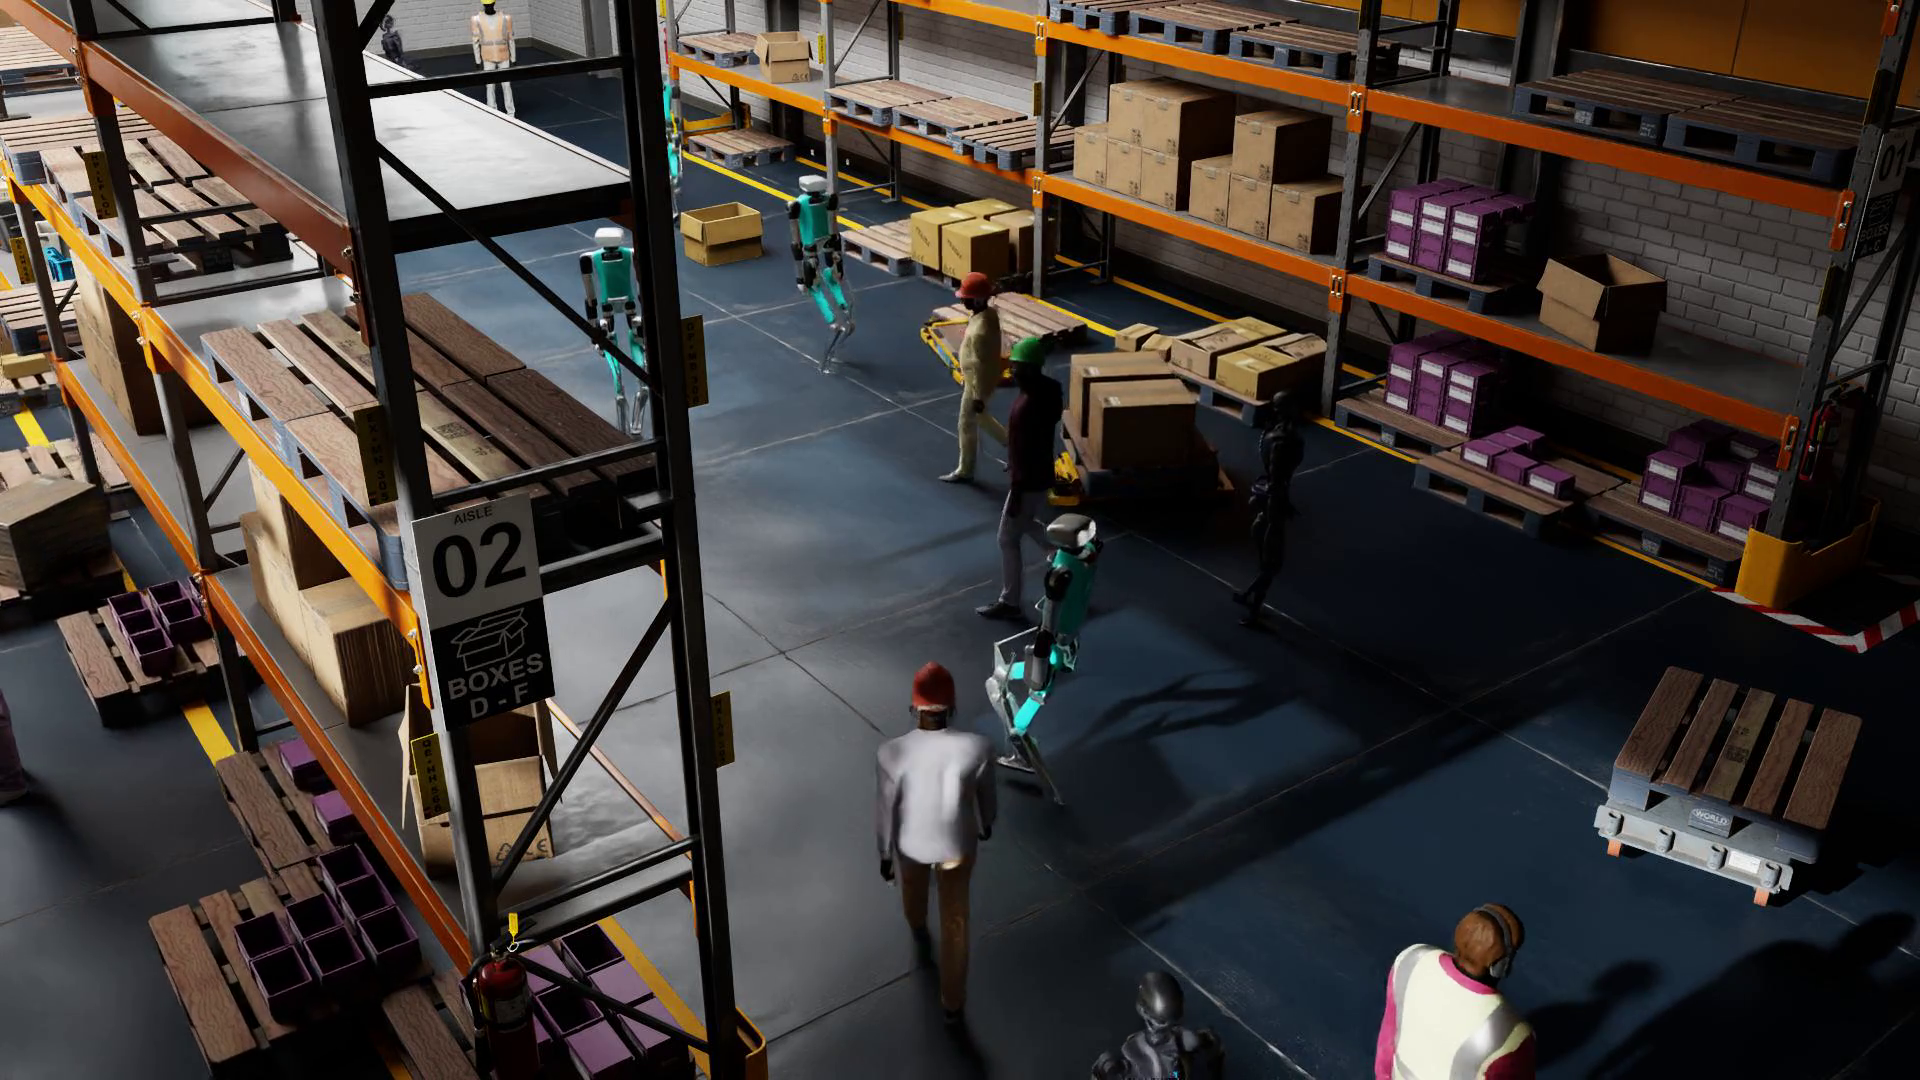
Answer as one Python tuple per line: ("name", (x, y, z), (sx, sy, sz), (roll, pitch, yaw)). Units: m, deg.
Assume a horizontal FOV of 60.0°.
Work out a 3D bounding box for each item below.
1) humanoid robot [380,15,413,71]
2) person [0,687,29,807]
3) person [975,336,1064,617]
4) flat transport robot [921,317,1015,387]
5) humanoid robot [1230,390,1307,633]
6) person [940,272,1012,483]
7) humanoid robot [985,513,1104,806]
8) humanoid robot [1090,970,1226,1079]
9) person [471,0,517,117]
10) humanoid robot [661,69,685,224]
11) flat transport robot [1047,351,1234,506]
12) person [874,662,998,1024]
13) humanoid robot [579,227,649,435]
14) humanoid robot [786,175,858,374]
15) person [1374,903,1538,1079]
("humanoid robot", (-7.923, -6.671, 23.742), (0.720, 1.624, 0.599), (-21, 34, -36))
("person", (-5.455, 0.583, 9.014), (0.410, 1.902, 0.638), (-14, 30, -26))
("person", (0.473, -0.392, 10.952), (0.545, 1.916, 0.537), (9, 28, 16))
("flat transport robot", (0.134, -1.778, 15.524), (0.659, 0.231, 1.431), (-8, 28, -15))
("humanoid robot", (1.994, -0.188, 10.831), (0.417, 1.665, 0.584), (8, 28, 16))
("person", (0.183, -1.235, 12.808), (0.588, 1.734, 0.570), (5, 27, 10))
("humanoid robot", (0.359, 0.642, 9.109), (0.856, 1.788, 0.535), (13, 29, 24))
("humanoid robot", (0.719, 2.262, 5.943), (0.596, 1.629, 0.664), (-10, 28, -19))
("person", (-6.695, -6.959, 23.987), (0.593, 1.923, 0.368), (-8, 28, -15))
("humanoid robot", (-3.393, -4.527, 19.411), (0.530, 1.770, 1.002), (-11, 29, -21))
("flat transport robot", (1.366, -0.513, 13.007), (1.431, 0.231, 0.659), (-3, 27, -7))
("person", (-0.108, 1.336, 7.731), (0.580, 1.699, 0.936), (-2, 27, -5))
("humanoid robot", (-2.747, -1.577, 13.535), (0.550, 1.826, 0.760), (-6, 27, -12))
("humanoid robot", (-1.178, -2.373, 15.099), (0.530, 1.804, 0.690), (-22, 34, -37))
("person", (1.898, 2.086, 6.118), (0.827, 1.810, 0.639), (-11, 29, -20))
